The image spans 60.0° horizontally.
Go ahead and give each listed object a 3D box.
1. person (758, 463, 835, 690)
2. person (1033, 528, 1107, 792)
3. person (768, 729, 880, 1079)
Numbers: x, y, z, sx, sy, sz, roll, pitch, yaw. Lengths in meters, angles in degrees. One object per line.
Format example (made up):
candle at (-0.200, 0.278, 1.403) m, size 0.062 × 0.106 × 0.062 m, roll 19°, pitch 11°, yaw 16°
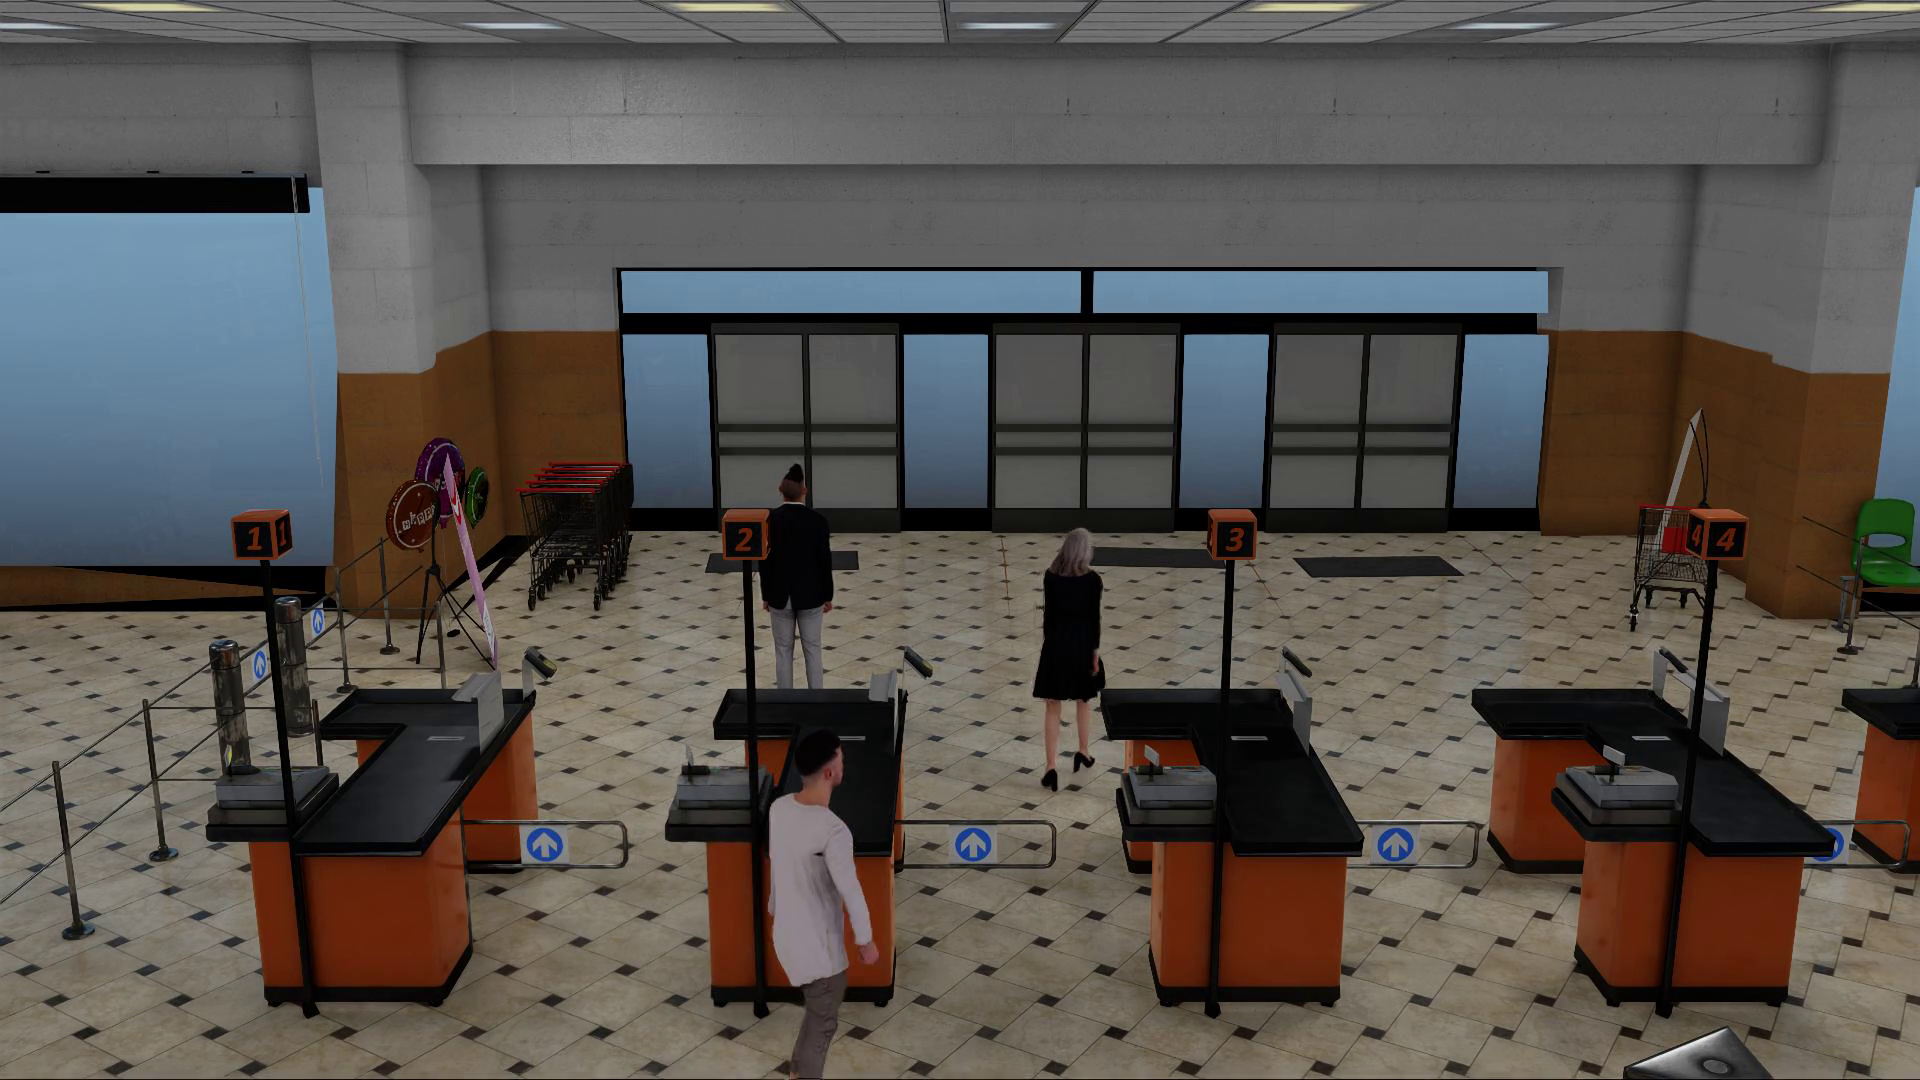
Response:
person at (-1.206, 0.380, 12.239) m, size 0.687 × 1.950 × 0.567 m, roll 0°, pitch 14°, yaw 0°
person at (0.707, 0.803, 11.005) m, size 0.749 × 1.710 × 0.925 m, roll 3°, pitch 14°, yaw 14°
person at (-0.686, 1.704, 7.042) m, size 0.835 × 1.825 × 0.742 m, roll -9°, pitch 16°, yaw -34°
